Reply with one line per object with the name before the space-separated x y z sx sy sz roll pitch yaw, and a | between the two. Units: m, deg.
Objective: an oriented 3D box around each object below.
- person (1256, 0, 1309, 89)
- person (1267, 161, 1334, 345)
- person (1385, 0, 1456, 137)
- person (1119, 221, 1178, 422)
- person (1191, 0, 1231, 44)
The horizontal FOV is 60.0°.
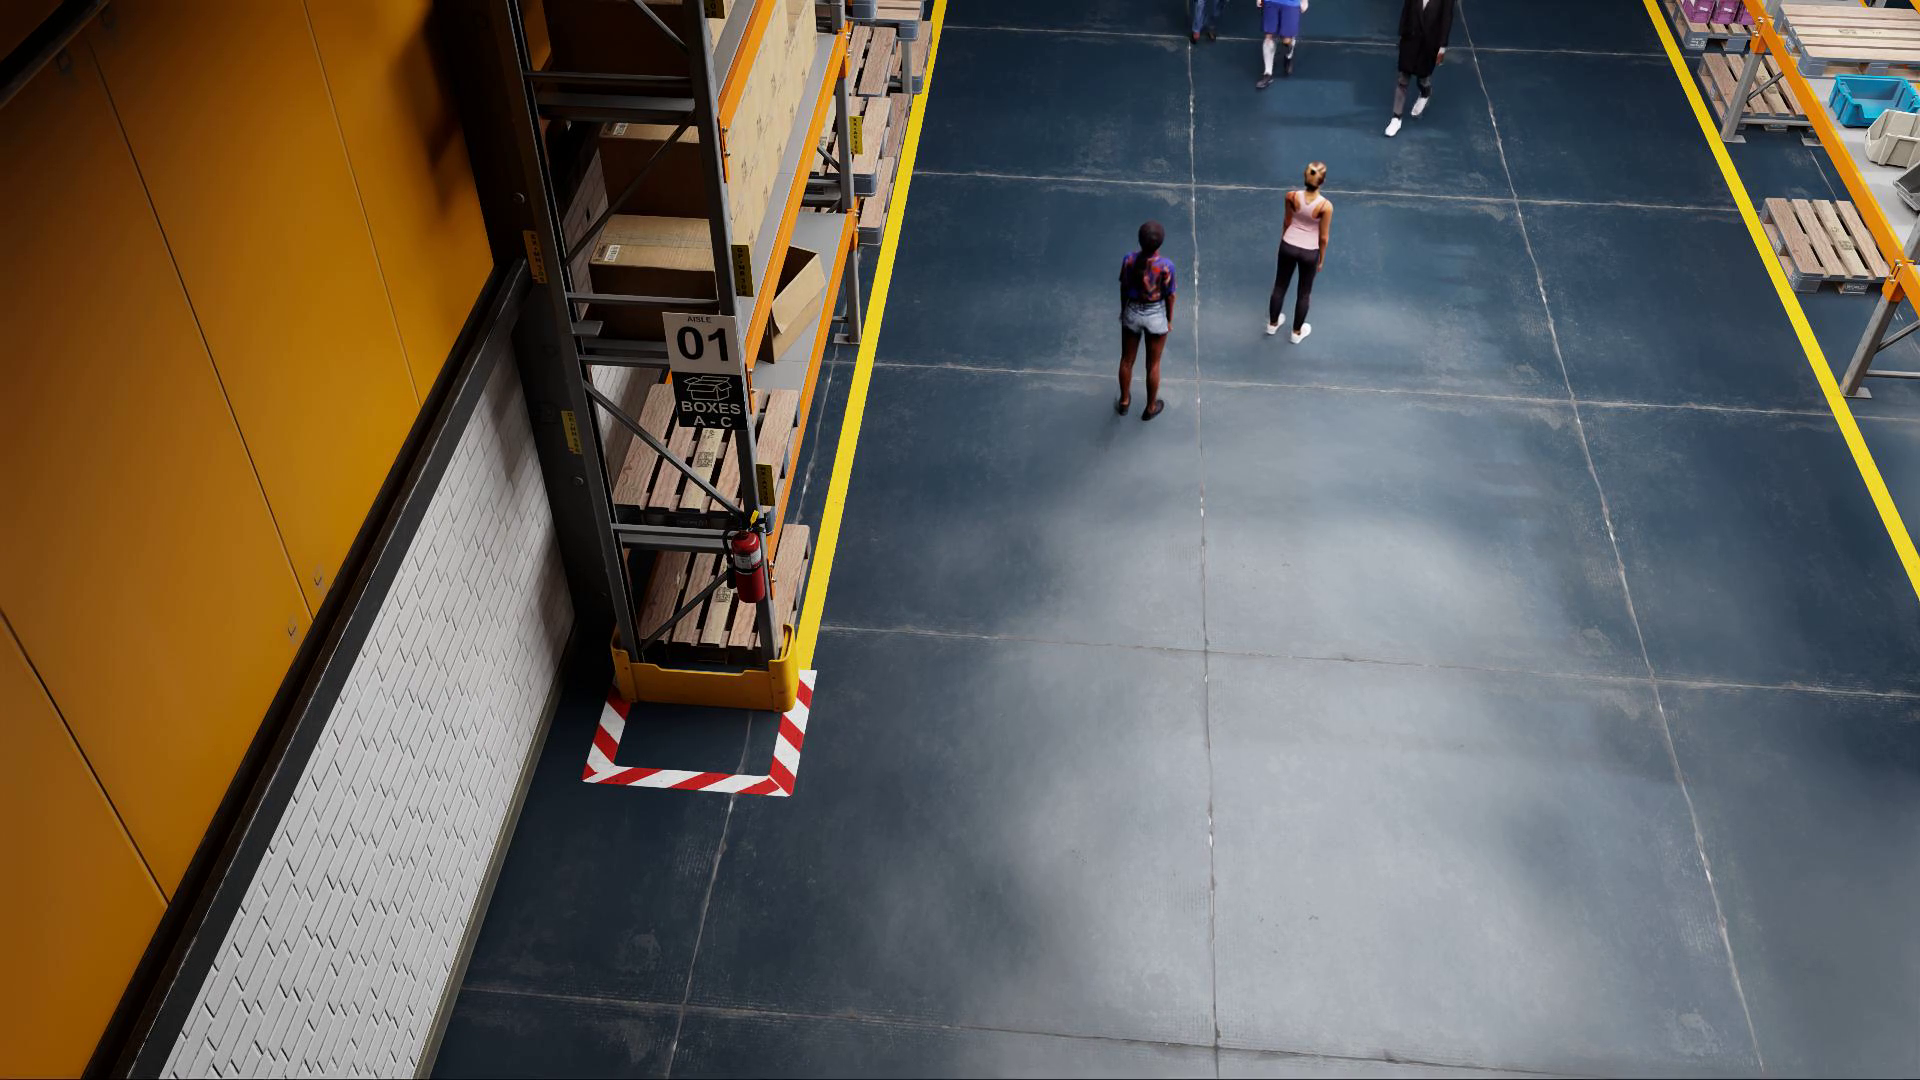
person | 3.244 -5.414 16.563 0.829 1.827 0.899 19 47 19
person | 2.752 -2.337 13.462 0.626 1.648 0.641 21 48 21
person | 4.463 -4.791 15.964 0.926 1.751 1.078 25 49 24
person | 1.410 -1.682 12.705 0.647 1.745 0.610 15 46 16
person | 2.630 -6.002 17.221 0.794 1.770 0.777 -4 44 -4
